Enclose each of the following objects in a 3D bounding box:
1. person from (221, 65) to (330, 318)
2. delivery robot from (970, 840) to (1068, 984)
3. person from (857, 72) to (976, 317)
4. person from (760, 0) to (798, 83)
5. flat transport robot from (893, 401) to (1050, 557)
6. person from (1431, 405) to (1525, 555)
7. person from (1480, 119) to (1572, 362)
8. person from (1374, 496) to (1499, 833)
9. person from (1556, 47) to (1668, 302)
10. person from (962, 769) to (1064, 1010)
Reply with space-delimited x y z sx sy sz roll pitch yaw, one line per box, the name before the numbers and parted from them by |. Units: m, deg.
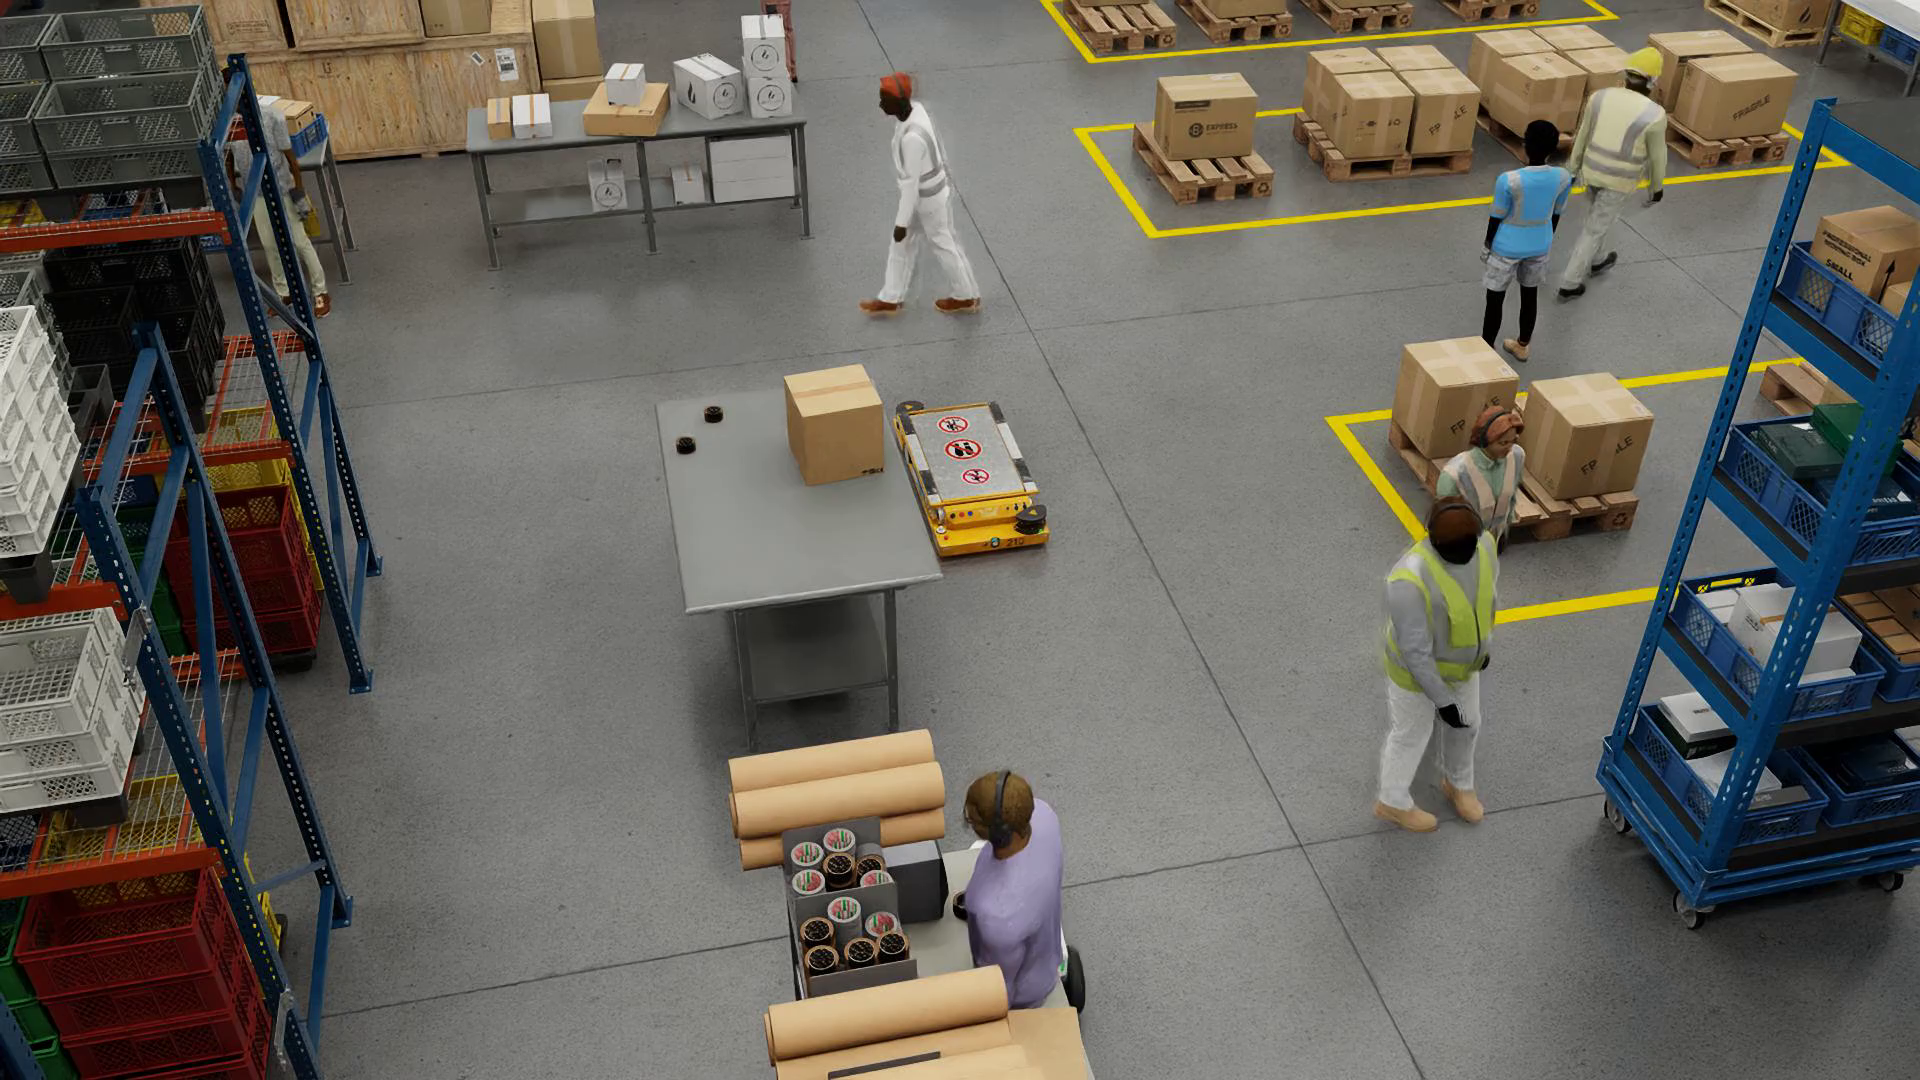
person | -4.738 -2.376 11.413 0.538 1.856 0.362 1 37 1
delivery robot | 0.235 1.591 7.081 0.477 0.478 0.707 -5 37 -6
person | -0.314 -2.323 11.362 0.952 1.817 0.589 -6 37 -8
person | -1.674 -4.917 14.791 0.400 1.900 0.647 1 37 2
flat transport robot | 0.046 -0.430 10.108 0.652 0.197 1.431 -8 37 -10
person | 2.543 0.024 8.368 0.520 1.632 0.314 -17 40 -22
person | 3.687 -1.938 10.957 0.532 1.690 0.322 -9 38 -12
person | 2.179 0.590 7.447 0.663 1.823 0.566 -24 43 -28
person | 4.664 -2.588 11.748 0.895 1.780 0.609 -21 42 -26
person | 0.184 1.564 6.052 0.372 1.932 0.631 9 38 12
